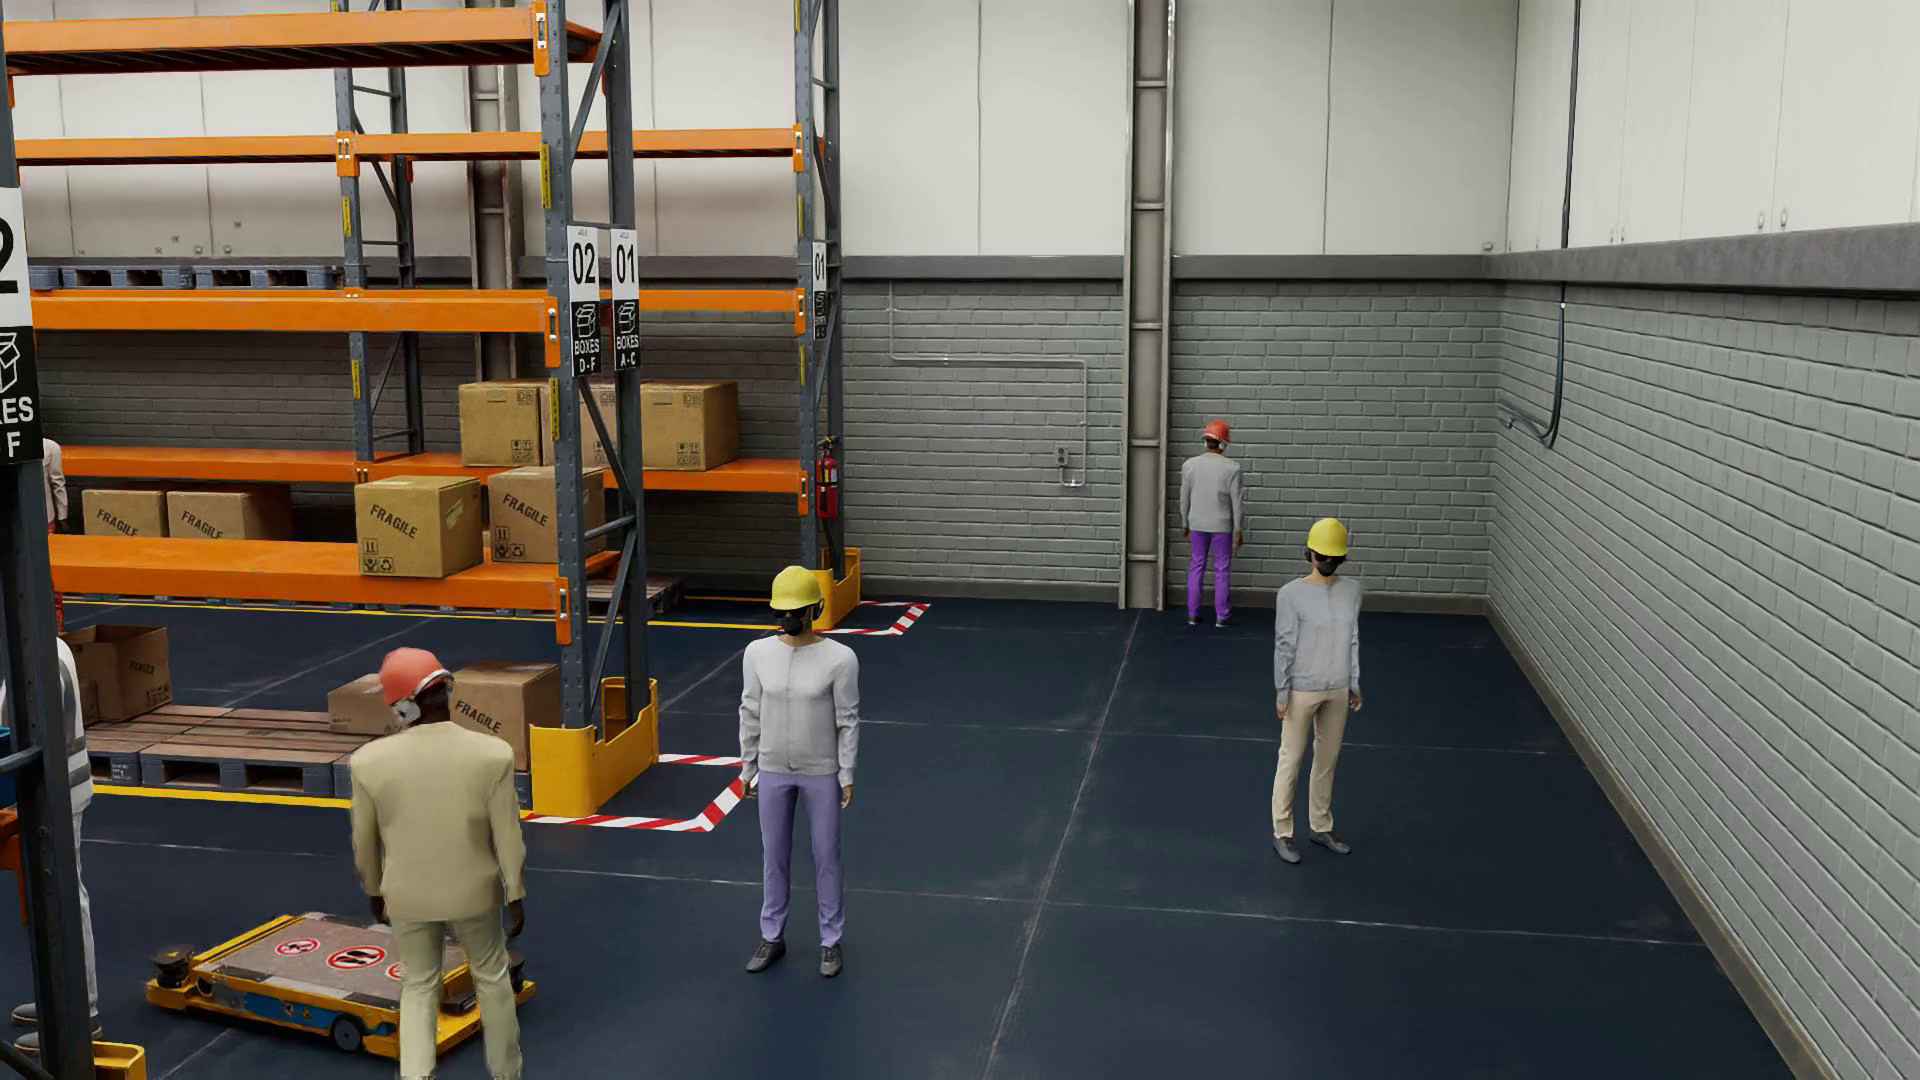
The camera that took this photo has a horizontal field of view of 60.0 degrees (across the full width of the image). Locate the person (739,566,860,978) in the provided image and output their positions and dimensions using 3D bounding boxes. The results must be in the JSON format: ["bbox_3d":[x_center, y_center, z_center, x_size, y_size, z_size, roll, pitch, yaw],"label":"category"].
[{"bbox_3d":[-0.685,0.979,7.064,0.525,1.769,0.309,2,9,10],"label":"person"}]

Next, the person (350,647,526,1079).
[{"bbox_3d":[-1.800,1.219,5.757,0.592,1.712,0.627,-2,9,-12],"label":"person"}]

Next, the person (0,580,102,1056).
[{"bbox_3d":[-3.538,1.026,6.410,0.356,1.883,0.573,-5,10,-28],"label":"person"}]

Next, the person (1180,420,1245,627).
[{"bbox_3d":[2.143,-0.142,14.059,0.572,1.746,0.347,6,11,31],"label":"person"}]

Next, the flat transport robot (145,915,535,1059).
[{"bbox_3d":[-2.515,1.775,6.749,1.431,0.197,0.652,4,10,22],"label":"flat transport robot"}]

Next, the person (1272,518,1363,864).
[{"bbox_3d":[1.829,0.757,8.446,0.533,1.765,0.322,-4,10,-25],"label":"person"}]
